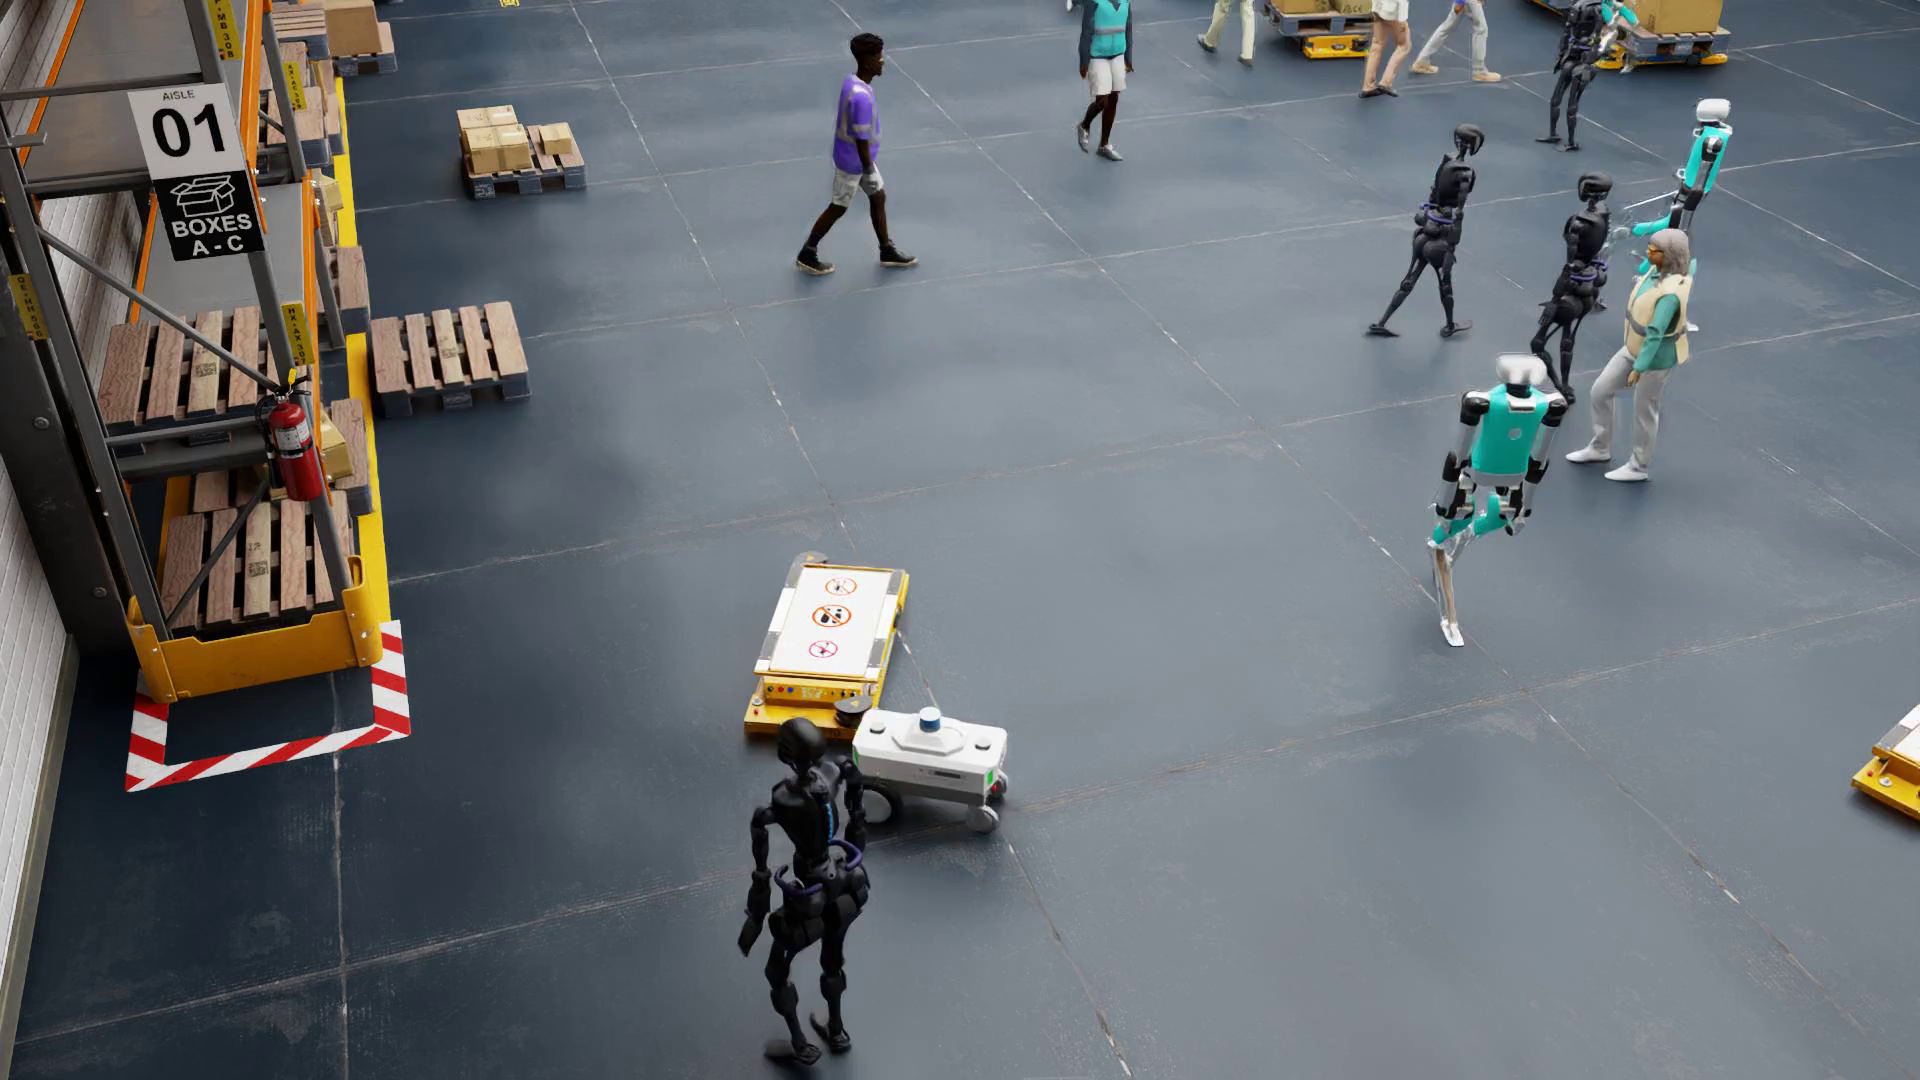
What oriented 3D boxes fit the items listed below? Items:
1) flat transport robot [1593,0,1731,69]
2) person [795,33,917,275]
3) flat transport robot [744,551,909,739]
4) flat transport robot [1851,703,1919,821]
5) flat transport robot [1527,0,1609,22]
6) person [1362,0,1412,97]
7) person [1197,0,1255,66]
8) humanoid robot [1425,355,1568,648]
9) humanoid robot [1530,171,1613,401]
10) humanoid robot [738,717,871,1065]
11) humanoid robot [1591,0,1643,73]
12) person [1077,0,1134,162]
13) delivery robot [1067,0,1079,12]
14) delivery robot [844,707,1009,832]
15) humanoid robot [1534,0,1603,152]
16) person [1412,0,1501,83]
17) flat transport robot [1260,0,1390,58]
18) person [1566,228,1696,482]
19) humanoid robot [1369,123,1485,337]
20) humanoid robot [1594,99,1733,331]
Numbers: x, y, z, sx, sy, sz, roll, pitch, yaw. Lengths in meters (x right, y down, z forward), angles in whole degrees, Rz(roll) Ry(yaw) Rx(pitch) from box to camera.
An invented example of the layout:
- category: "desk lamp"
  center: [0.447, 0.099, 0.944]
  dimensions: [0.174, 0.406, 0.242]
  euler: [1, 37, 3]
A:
- category: "flat transport robot"
  center: [7.486, -5.313, 18.007]
  dimensions: [1.431, 0.231, 0.659]
  euler: [-5, 33, -7]
- category: "person"
  center: [-0.867, -2.982, 12.929]
  dimensions: [0.972, 1.918, 0.606]
  euler: [0, 33, 0]
- category: "flat transport robot"
  center: [-0.697, 0.549, 9.016]
  dimensions: [0.659, 0.231, 1.431]
  euler: [4, 33, 5]
- category: "flat transport robot"
  center: [5.109, 1.024, 8.288]
  dimensions: [1.431, 0.231, 0.659]
  euler: [-25, 41, -33]
- category: "flat transport robot"
  center: [7.252, -6.286, 19.499]
  dimensions: [0.659, 0.231, 1.431]
  euler: [-8, 34, -12]
- category: "person"
  center: [4.326, -5.242, 16.620]
  dimensions: [0.447, 1.652, 0.525]
  euler: [-14, 36, -20]
- category: "person"
  center: [2.936, -6.028, 17.710]
  dimensions: [0.585, 1.799, 0.888]
  euler: [-13, 35, -19]
- category: "humanoid robot"
  center: [2.772, -0.290, 9.024]
  dimensions: [0.556, 1.848, 0.861]
  euler: [-1, 33, -2]
- category: "humanoid robot"
  center: [4.127, -1.680, 11.140]
  dimensions: [0.349, 1.645, 0.608]
  euler: [25, 40, 33]
- category: "humanoid robot"
  center: [-0.584, 1.363, 6.471]
  dimensions: [0.600, 1.650, 0.331]
  euler: [-28, 42, -35]
- category: "humanoid robot"
  center: [6.907, -5.702, 17.283]
  dimensions: [0.898, 1.785, 0.546]
  euler: [-8, 34, -12]
- category: "person"
  center: [1.324, -4.399, 15.083]
  dimensions: [0.577, 1.923, 0.478]
  euler: [-20, 38, -27]
- category: "delivery robot"
  center: [1.587, -6.469, 19.534]
  dimensions: [0.784, 0.612, 0.500]
  euler: [8, 34, 12]
- category: "delivery robot"
  center: [-0.163, 1.068, 7.974]
  dimensions: [0.809, 0.611, 0.499]
  euler: [7, 34, 11]
- category: "humanoid robot"
  center: [5.676, -4.419, 15.348]
  dimensions: [0.369, 1.657, 0.608]
  euler: [-6, 34, -10]
- category: "person"
  center: [5.210, -5.646, 17.114]
  dimensions: [0.899, 1.814, 0.483]
  euler: [9, 34, 13]
- category: "flat transport robot"
  center: [4.036, -5.670, 18.554]
  dimensions: [0.659, 0.231, 1.431]
  euler: [-3, 33, -5]
- category: "person"
  center: [4.145, -1.110, 10.260]
  dimensions: [0.601, 1.692, 0.469]
  euler: [1, 33, 1]
- category: "humanoid robot"
  center: [3.440, -2.214, 12.015]
  dimensions: [0.770, 1.622, 0.618]
  euler: [-2, 33, -3]
- category: "humanoid robot"
  center: [5.050, -2.399, 12.241]
  dimensions: [1.026, 1.783, 0.530]
  euler: [13, 35, 19]
